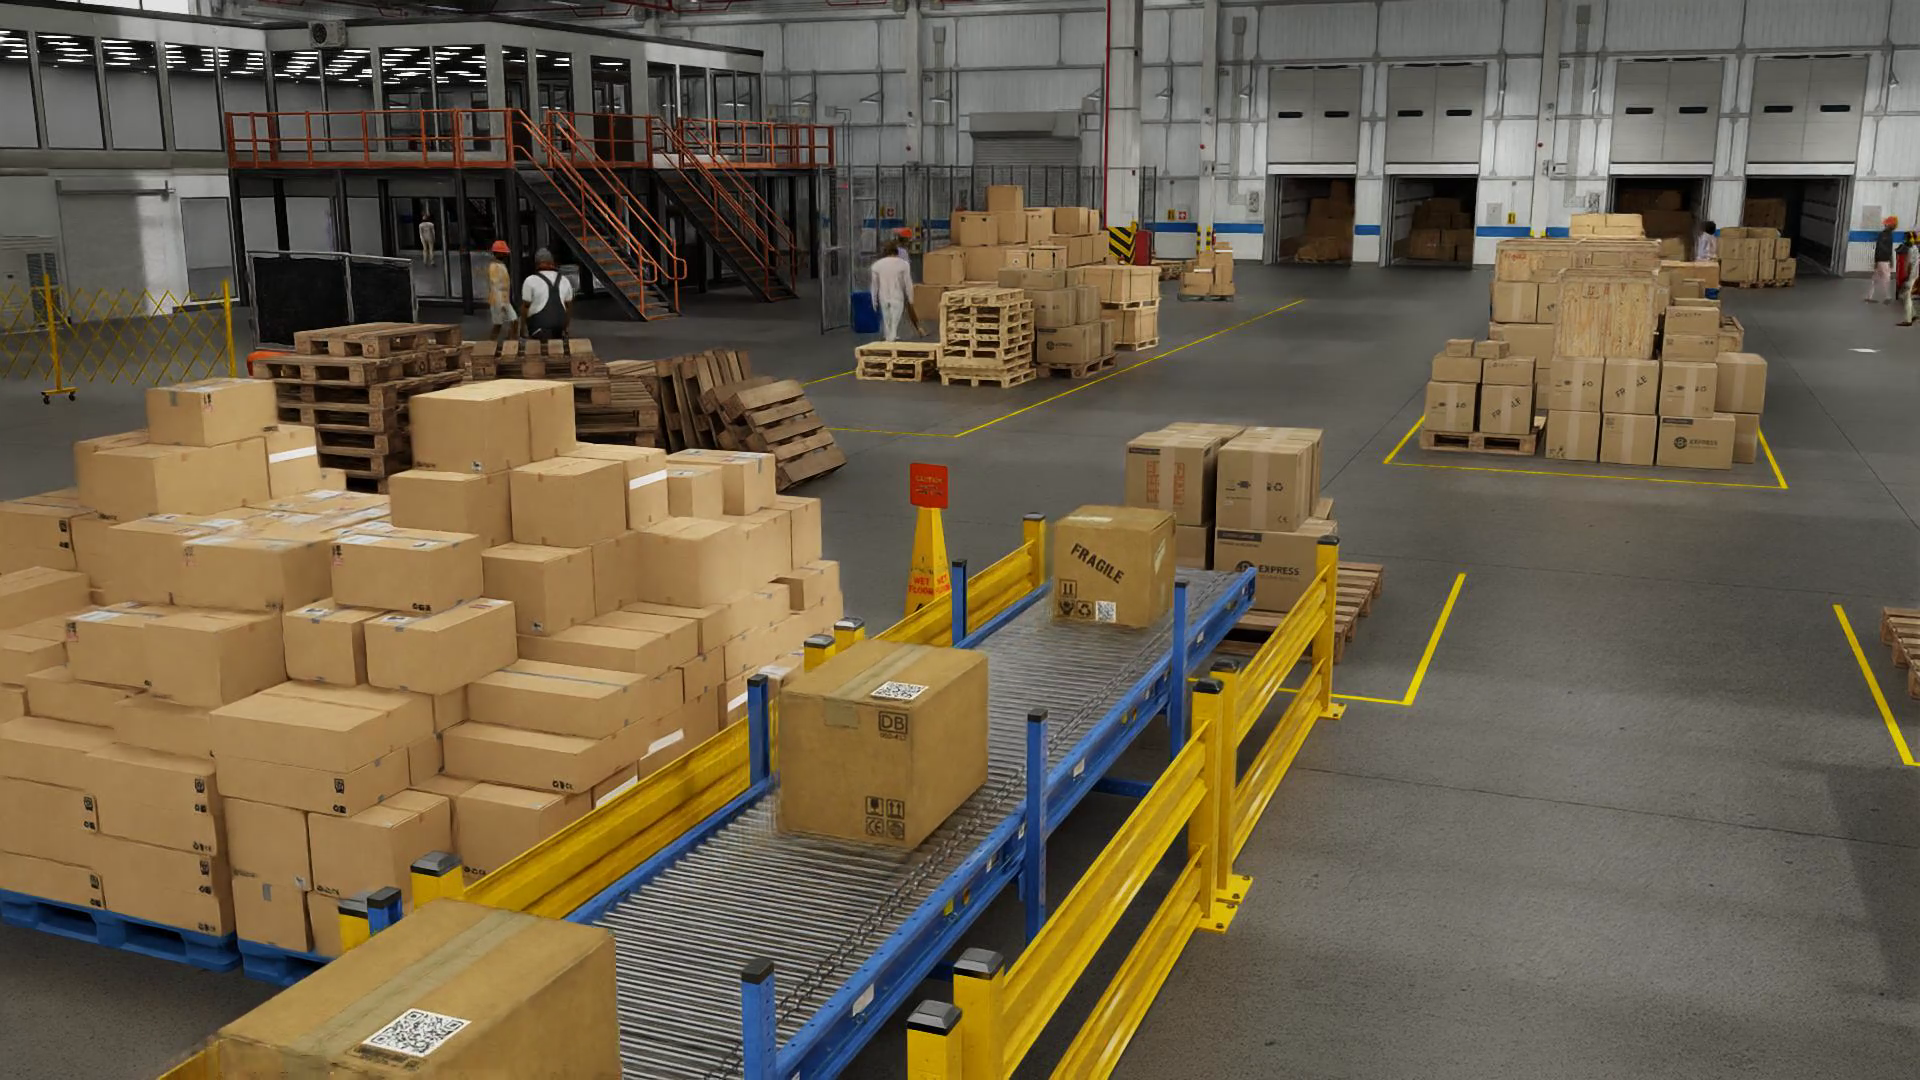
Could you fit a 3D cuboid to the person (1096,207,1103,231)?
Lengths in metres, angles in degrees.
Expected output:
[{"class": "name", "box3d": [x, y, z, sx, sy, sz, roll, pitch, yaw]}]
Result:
[{"class": "person", "box3d": [4.319, -9.405, 51.629, 0.619, 1.878, 0.589, 10, 16, 37]}]

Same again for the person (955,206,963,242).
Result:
[{"class": "person", "box3d": [-0.005, -8.455, 47.113, 0.622, 1.992, 0.397, 4, 13, 19]}]

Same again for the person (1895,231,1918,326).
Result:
[{"class": "person", "box3d": [18.350, -5.039, 32.153, 0.458, 1.838, 0.567, 6, 14, 26]}]

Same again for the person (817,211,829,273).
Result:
[{"class": "person", "box3d": [-4.084, -8.744, 48.809, 0.453, 1.827, 0.634, -4, 13, -19]}]

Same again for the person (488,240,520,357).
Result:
[{"class": "person", "box3d": [-7.060, -3.712, 26.031, 0.760, 1.914, 0.559, 2, 13, 9]}]

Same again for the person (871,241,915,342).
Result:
[{"class": "person", "box3d": [-1.046, -3.786, 26.407, 0.641, 1.886, 1.012, 5, 13, 20]}]

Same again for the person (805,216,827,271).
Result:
[{"class": "person", "box3d": [-4.276, -8.878, 49.571, 0.578, 1.741, 0.534, -4, 13, -17]}]

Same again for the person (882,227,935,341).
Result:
[{"class": "person", "box3d": [-0.918, -4.506, 29.406, 1.012, 1.996, 0.635, 0, 13, 0]}]

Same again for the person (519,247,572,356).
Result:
[{"class": "person", "box3d": [-5.478, -2.910, 22.138, 0.936, 2.000, 0.686, 11, 17, 41]}]

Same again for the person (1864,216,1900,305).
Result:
[{"class": "person", "box3d": [20.868, -6.270, 37.372, 0.904, 1.958, 0.640, 12, 17, 43]}]

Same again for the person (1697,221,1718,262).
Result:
[{"class": "person", "box3d": [17.451, -6.557, 39.001, 0.751, 1.817, 0.633, 11, 17, 41]}]
